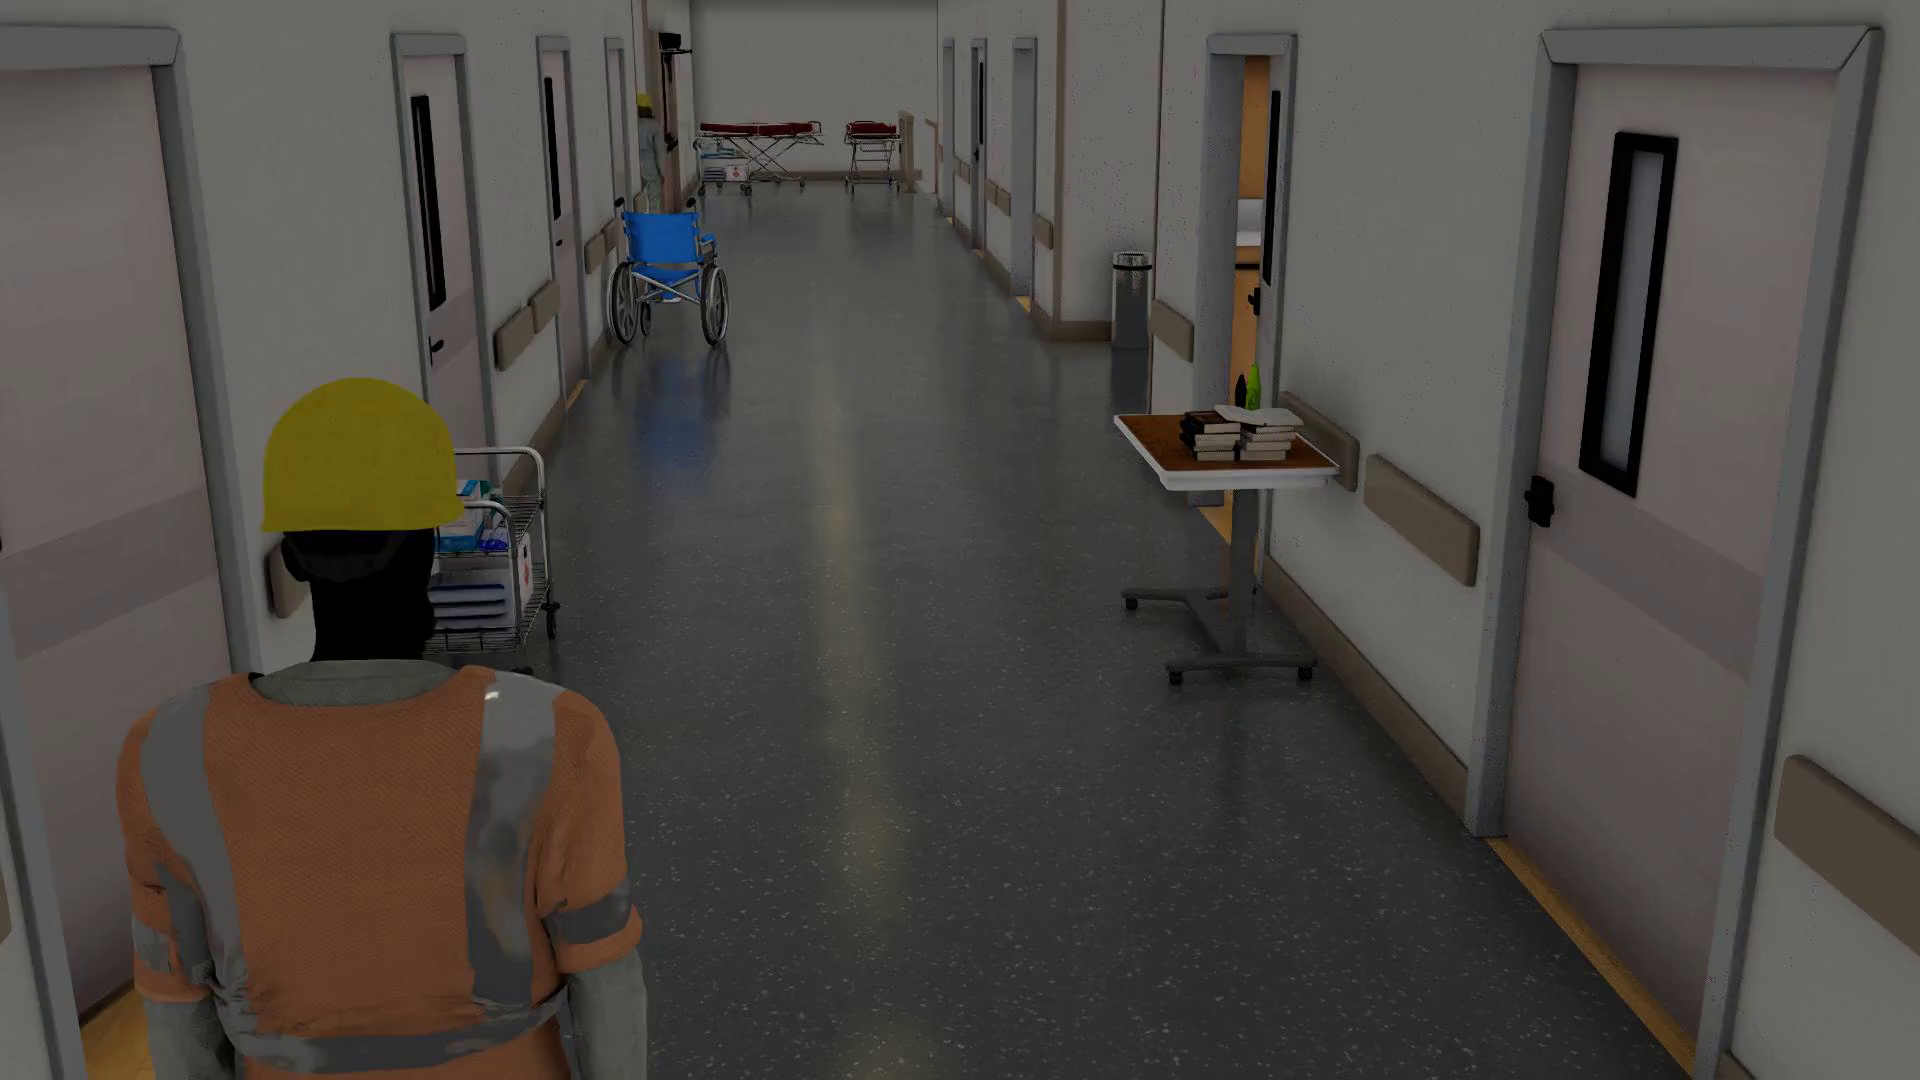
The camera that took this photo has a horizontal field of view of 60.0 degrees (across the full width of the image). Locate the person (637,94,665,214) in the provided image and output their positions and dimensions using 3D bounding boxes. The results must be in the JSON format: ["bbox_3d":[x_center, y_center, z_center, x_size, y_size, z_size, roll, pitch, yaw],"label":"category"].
[{"bbox_3d":[-3.656,-4.267,19.259,0.505,1.731,0.378,1,17,2],"label":"person"}]

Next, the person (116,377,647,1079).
[{"bbox_3d":[-0.695,0.746,2.152,0.594,1.922,0.387,-2,17,-5],"label":"person"}]
